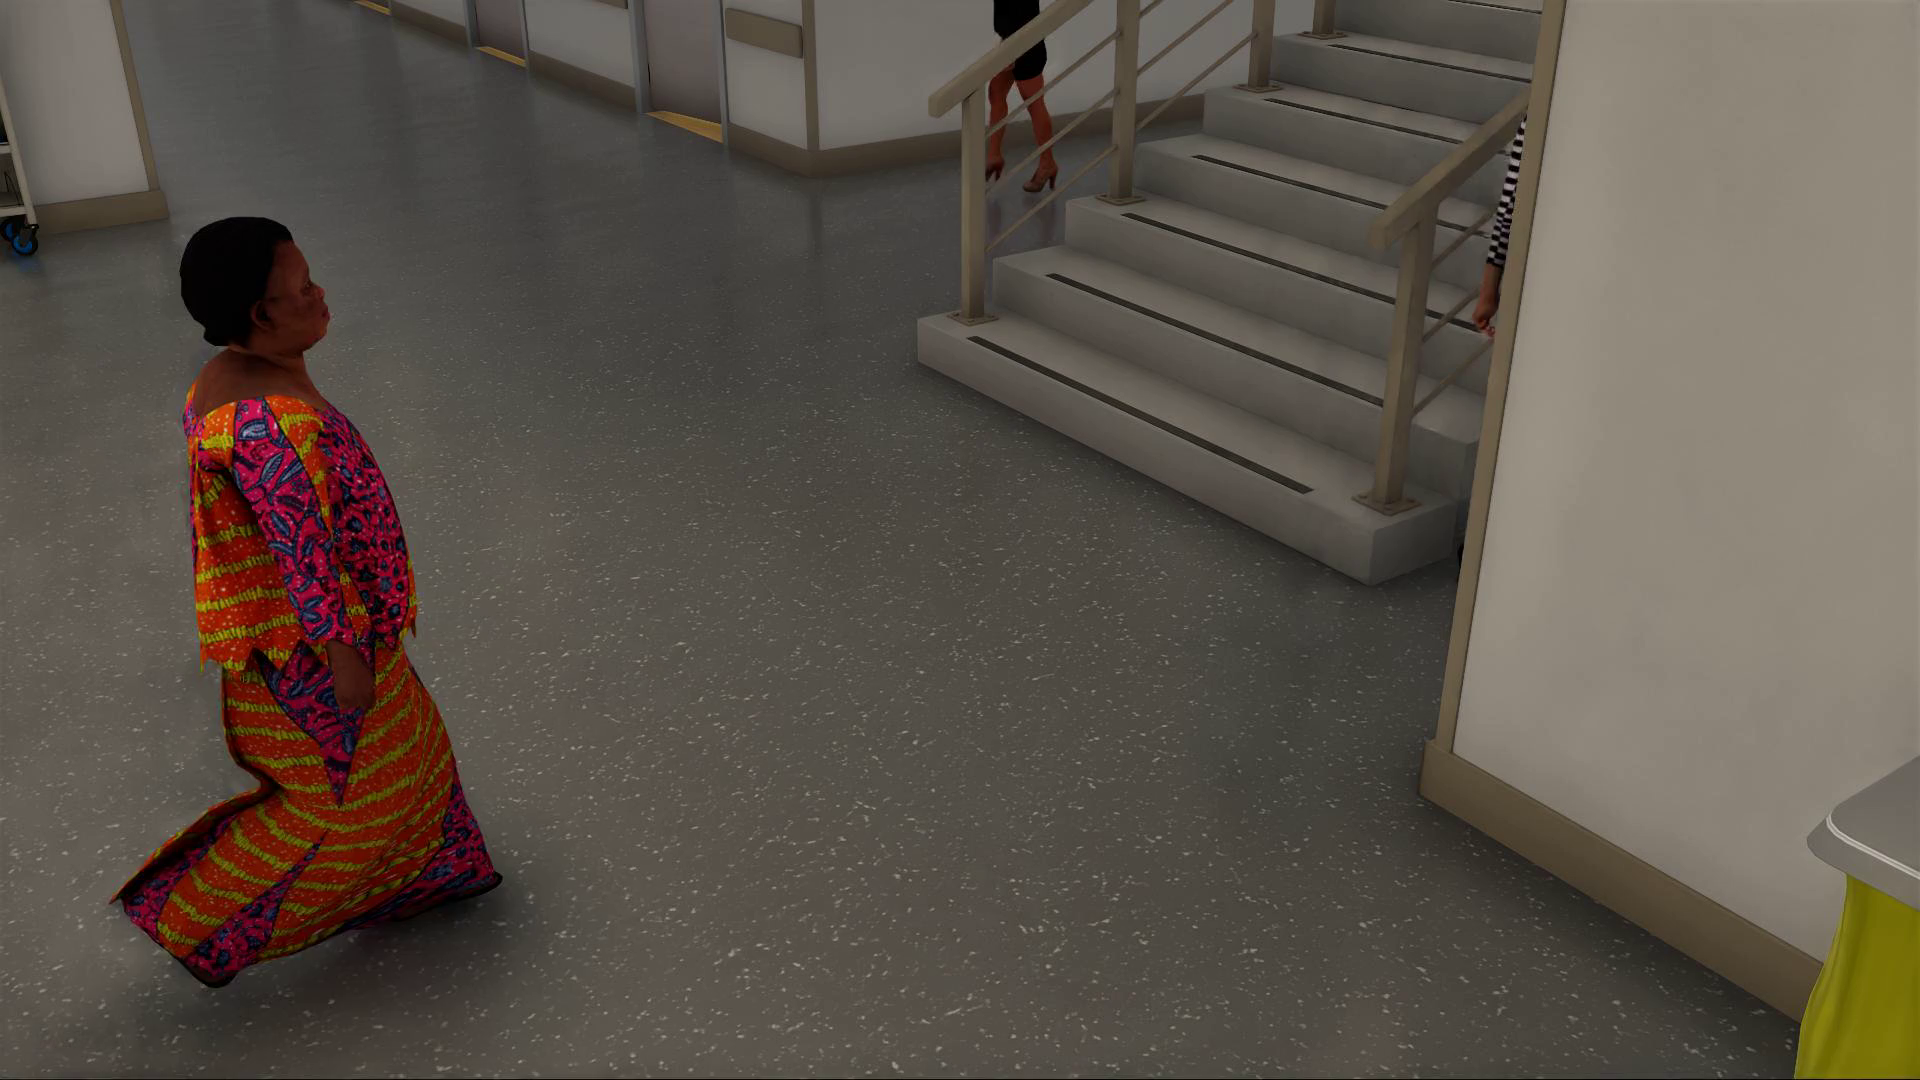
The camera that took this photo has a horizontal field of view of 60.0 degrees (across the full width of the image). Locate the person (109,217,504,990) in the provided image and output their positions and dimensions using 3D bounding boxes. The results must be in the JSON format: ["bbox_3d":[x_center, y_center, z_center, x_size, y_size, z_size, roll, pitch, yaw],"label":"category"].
[{"bbox_3d":[-1.380,0.182,3.365,1.061,1.651,0.753,-12,28,-23],"label":"person"}]

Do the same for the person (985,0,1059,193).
[{"bbox_3d":[0.444,-2.813,9.610,0.883,1.621,0.804,0,26,0],"label":"person"}]
